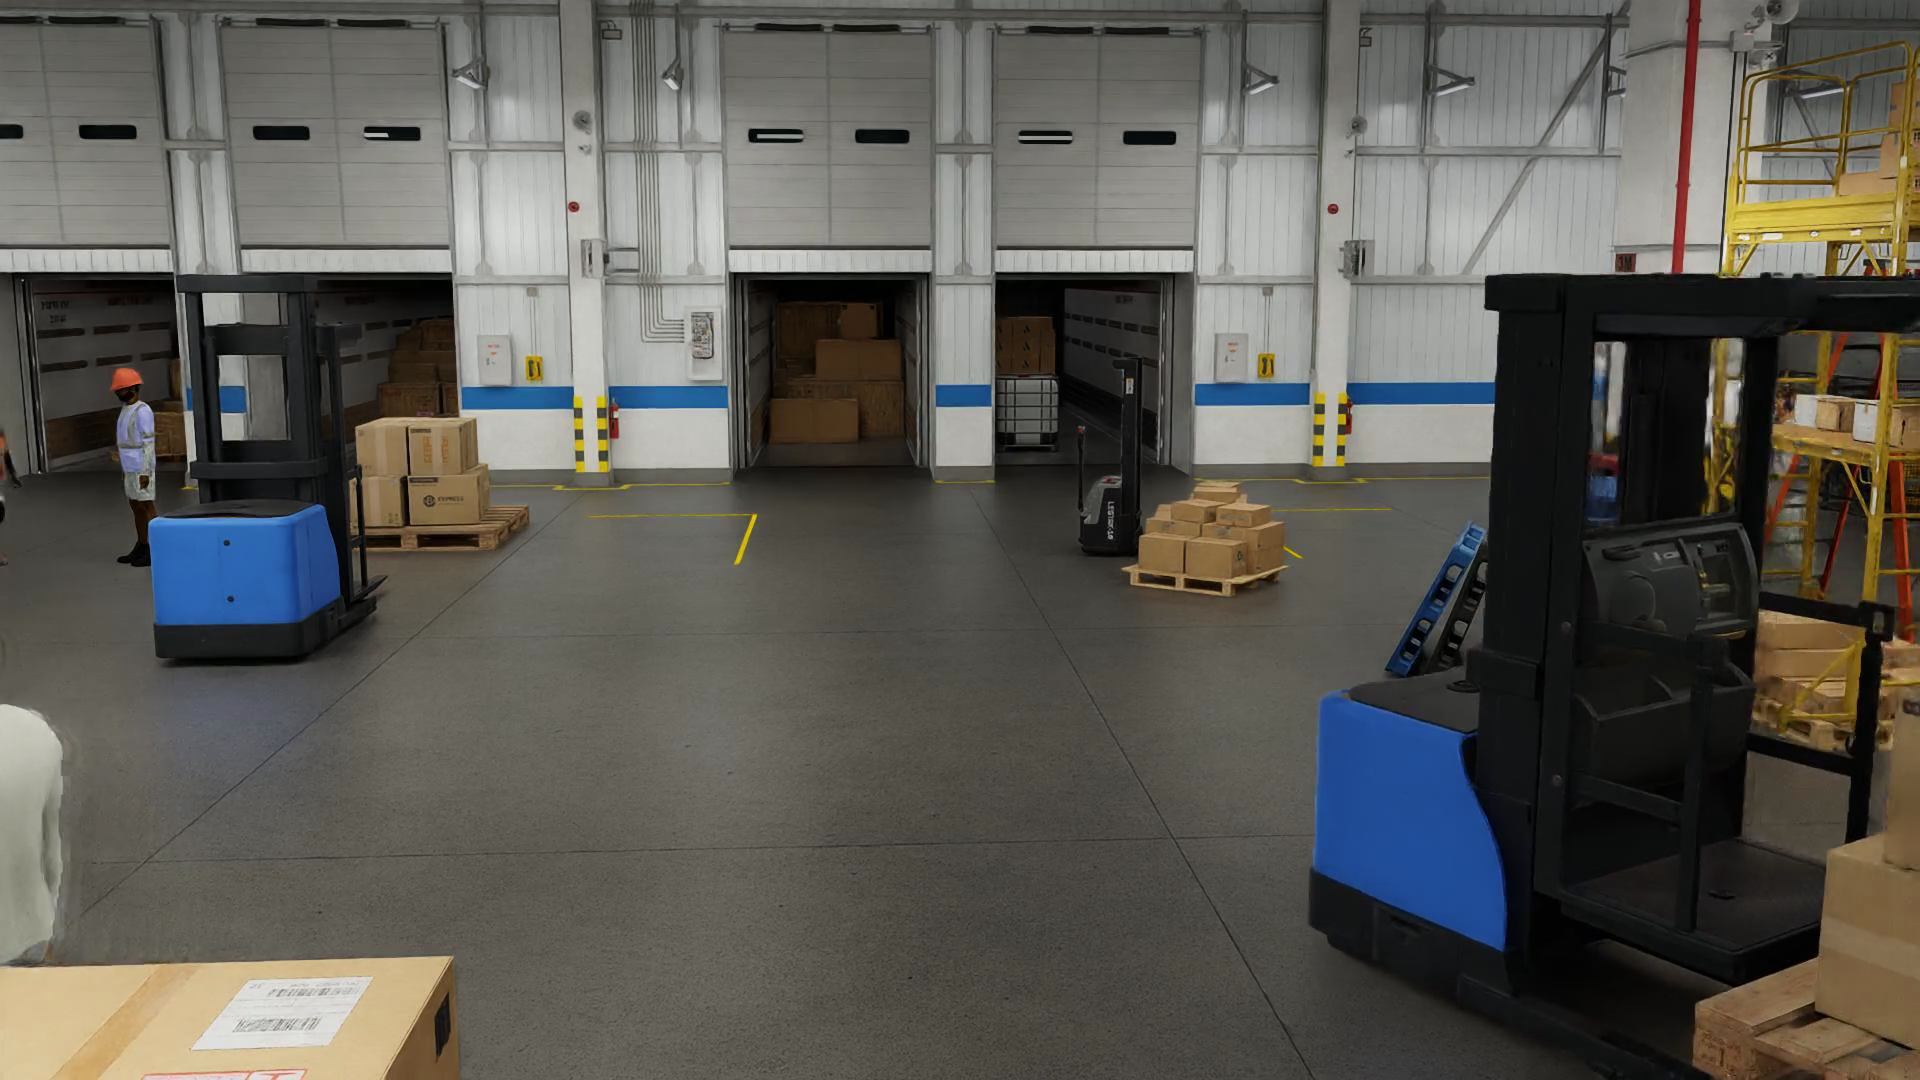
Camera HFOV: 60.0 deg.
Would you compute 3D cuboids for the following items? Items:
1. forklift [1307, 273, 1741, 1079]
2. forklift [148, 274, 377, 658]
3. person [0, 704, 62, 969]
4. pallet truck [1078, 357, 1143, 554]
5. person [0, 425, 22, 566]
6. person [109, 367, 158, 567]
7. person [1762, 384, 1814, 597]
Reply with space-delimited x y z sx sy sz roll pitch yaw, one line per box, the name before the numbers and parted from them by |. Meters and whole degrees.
forklift | 2.376 0.379 6.366 1.129 2.768 1.873 -6 11 -32
forklift | -5.348 -0.627 12.681 1.129 2.768 1.873 -1 9 -4
person | -2.643 1.145 4.584 0.720 1.915 0.652 2 9 10
pallet truck | 2.088 -0.836 16.757 1.885 1.965 0.823 2 9 13
person | -9.399 -0.579 16.164 0.514 1.676 0.537 0 9 -1
person | -8.010 -0.709 16.150 0.544 1.939 0.355 8 12 41
person | 6.921 -0.367 14.113 0.842 1.902 0.652 5 10 27
